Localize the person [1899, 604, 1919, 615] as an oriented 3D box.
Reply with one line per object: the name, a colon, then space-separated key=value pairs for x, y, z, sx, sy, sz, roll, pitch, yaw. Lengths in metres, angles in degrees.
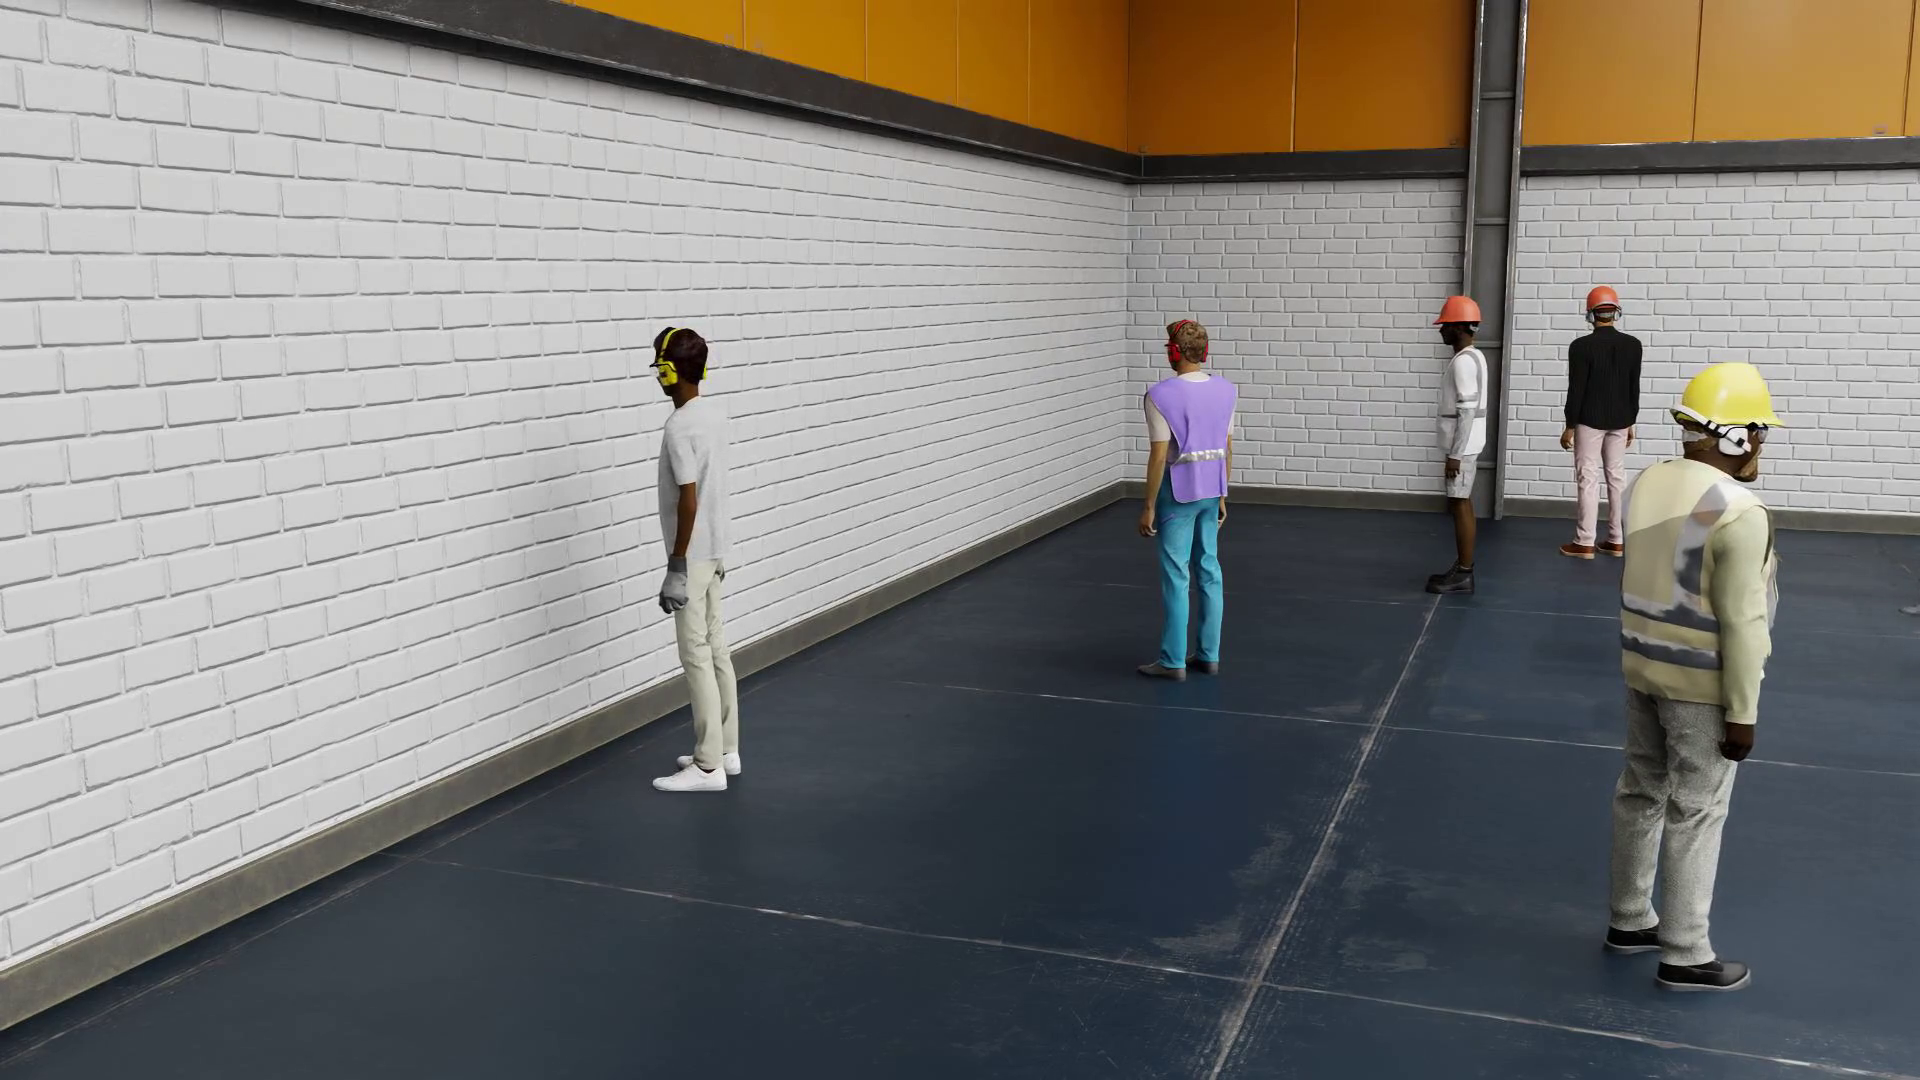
person: x=6.014 y=-0.361 z=9.848 sx=0.641 sy=1.749 sz=0.529 roll=9 pitch=13 yaw=44

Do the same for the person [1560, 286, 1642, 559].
person: x=4.681 y=-0.857 z=12.200 sx=0.614 sy=1.988 sz=0.396 roll=-3 pitch=9 yaw=-16

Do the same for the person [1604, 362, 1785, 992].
person: x=2.143 y=0.398 z=4.849 sx=0.403 sy=1.825 sz=0.592 roll=-2 pitch=9 yaw=-11

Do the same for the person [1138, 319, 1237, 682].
person: x=1.164 y=-0.196 z=8.498 sx=0.566 sy=1.847 sz=0.389 roll=-6 pitch=11 yaw=-35

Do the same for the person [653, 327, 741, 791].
person: x=-1.077 y=0.083 z=6.691 sx=0.311 sy=1.865 sz=0.535 roll=2 pitch=9 yaw=10

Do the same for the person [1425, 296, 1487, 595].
person: x=3.222 y=-0.611 z=10.819 sx=0.369 sy=1.935 sz=0.551 roll=4 pitch=10 yaw=21
